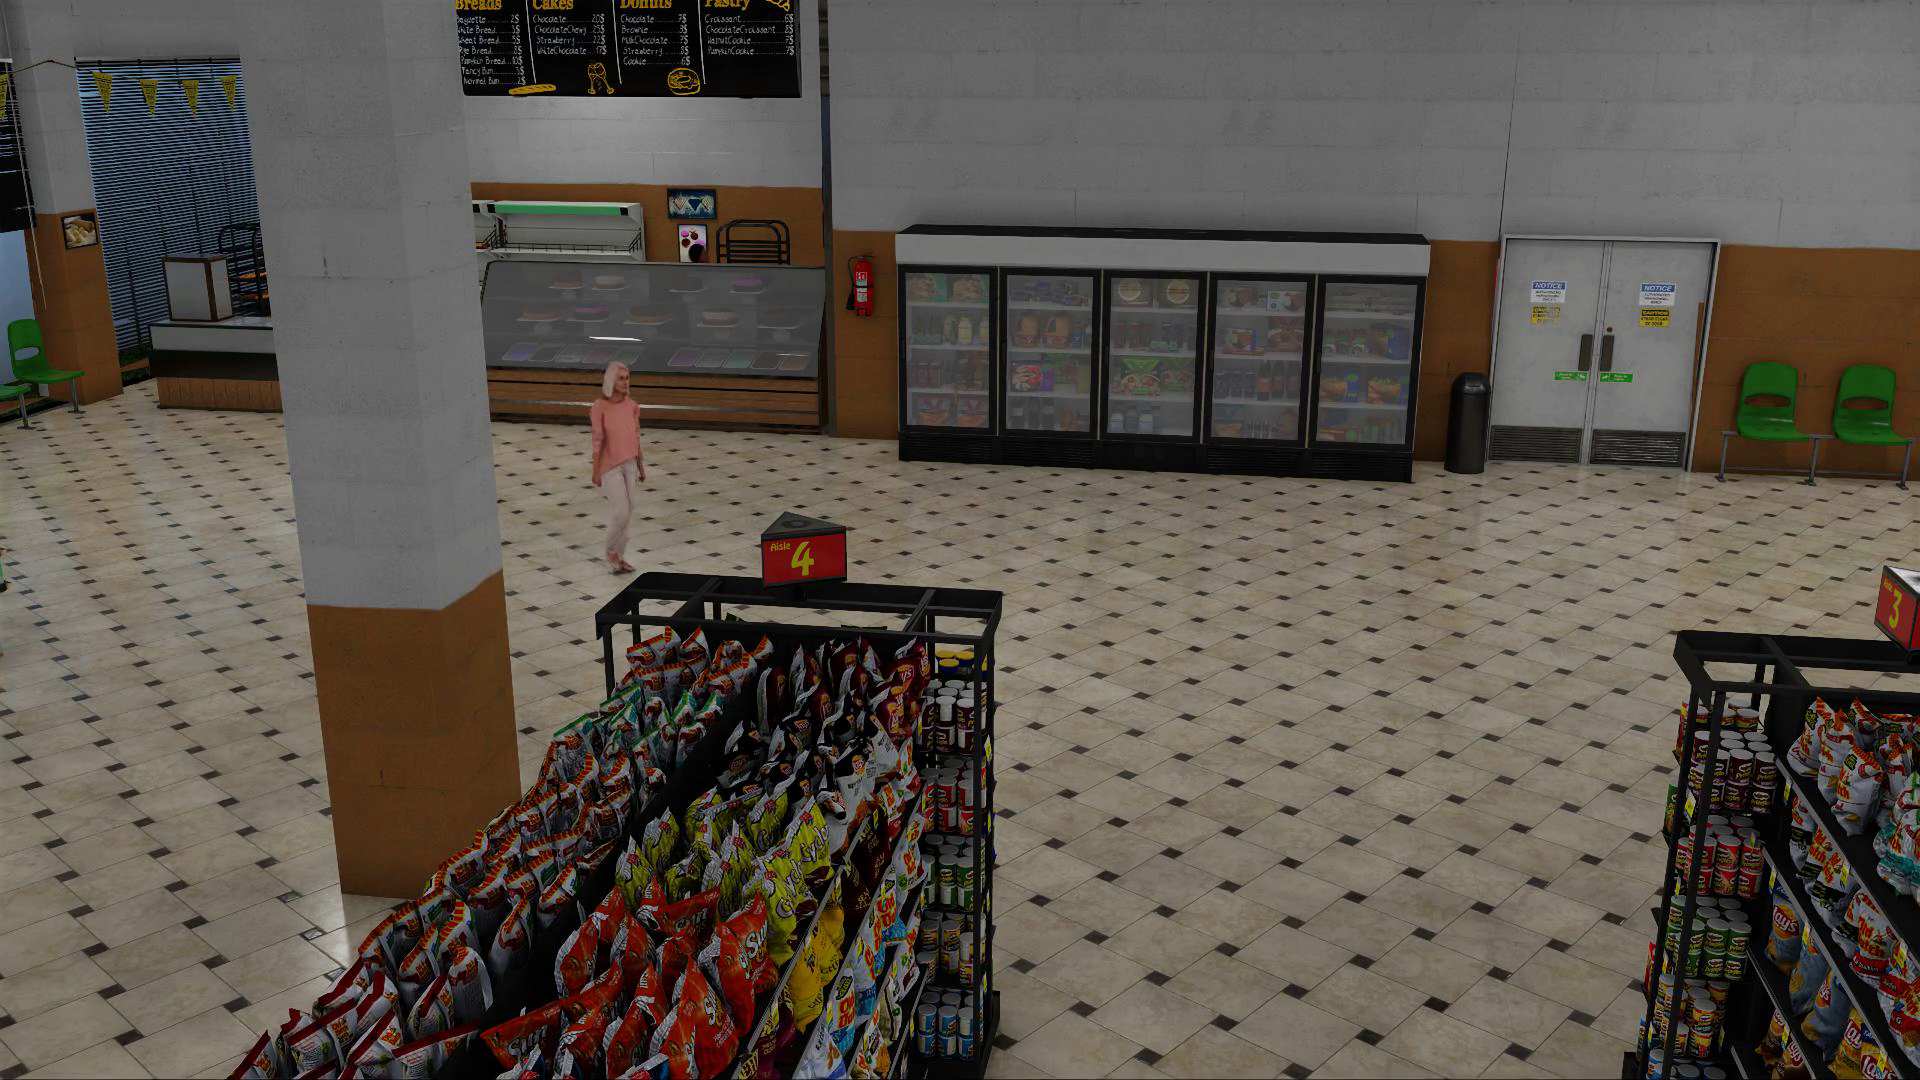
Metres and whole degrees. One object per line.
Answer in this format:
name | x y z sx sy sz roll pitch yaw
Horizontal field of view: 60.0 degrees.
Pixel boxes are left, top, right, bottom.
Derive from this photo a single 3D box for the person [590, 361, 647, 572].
person | -2.802 -0.590 13.351 0.772 1.715 0.682 14 22 38
